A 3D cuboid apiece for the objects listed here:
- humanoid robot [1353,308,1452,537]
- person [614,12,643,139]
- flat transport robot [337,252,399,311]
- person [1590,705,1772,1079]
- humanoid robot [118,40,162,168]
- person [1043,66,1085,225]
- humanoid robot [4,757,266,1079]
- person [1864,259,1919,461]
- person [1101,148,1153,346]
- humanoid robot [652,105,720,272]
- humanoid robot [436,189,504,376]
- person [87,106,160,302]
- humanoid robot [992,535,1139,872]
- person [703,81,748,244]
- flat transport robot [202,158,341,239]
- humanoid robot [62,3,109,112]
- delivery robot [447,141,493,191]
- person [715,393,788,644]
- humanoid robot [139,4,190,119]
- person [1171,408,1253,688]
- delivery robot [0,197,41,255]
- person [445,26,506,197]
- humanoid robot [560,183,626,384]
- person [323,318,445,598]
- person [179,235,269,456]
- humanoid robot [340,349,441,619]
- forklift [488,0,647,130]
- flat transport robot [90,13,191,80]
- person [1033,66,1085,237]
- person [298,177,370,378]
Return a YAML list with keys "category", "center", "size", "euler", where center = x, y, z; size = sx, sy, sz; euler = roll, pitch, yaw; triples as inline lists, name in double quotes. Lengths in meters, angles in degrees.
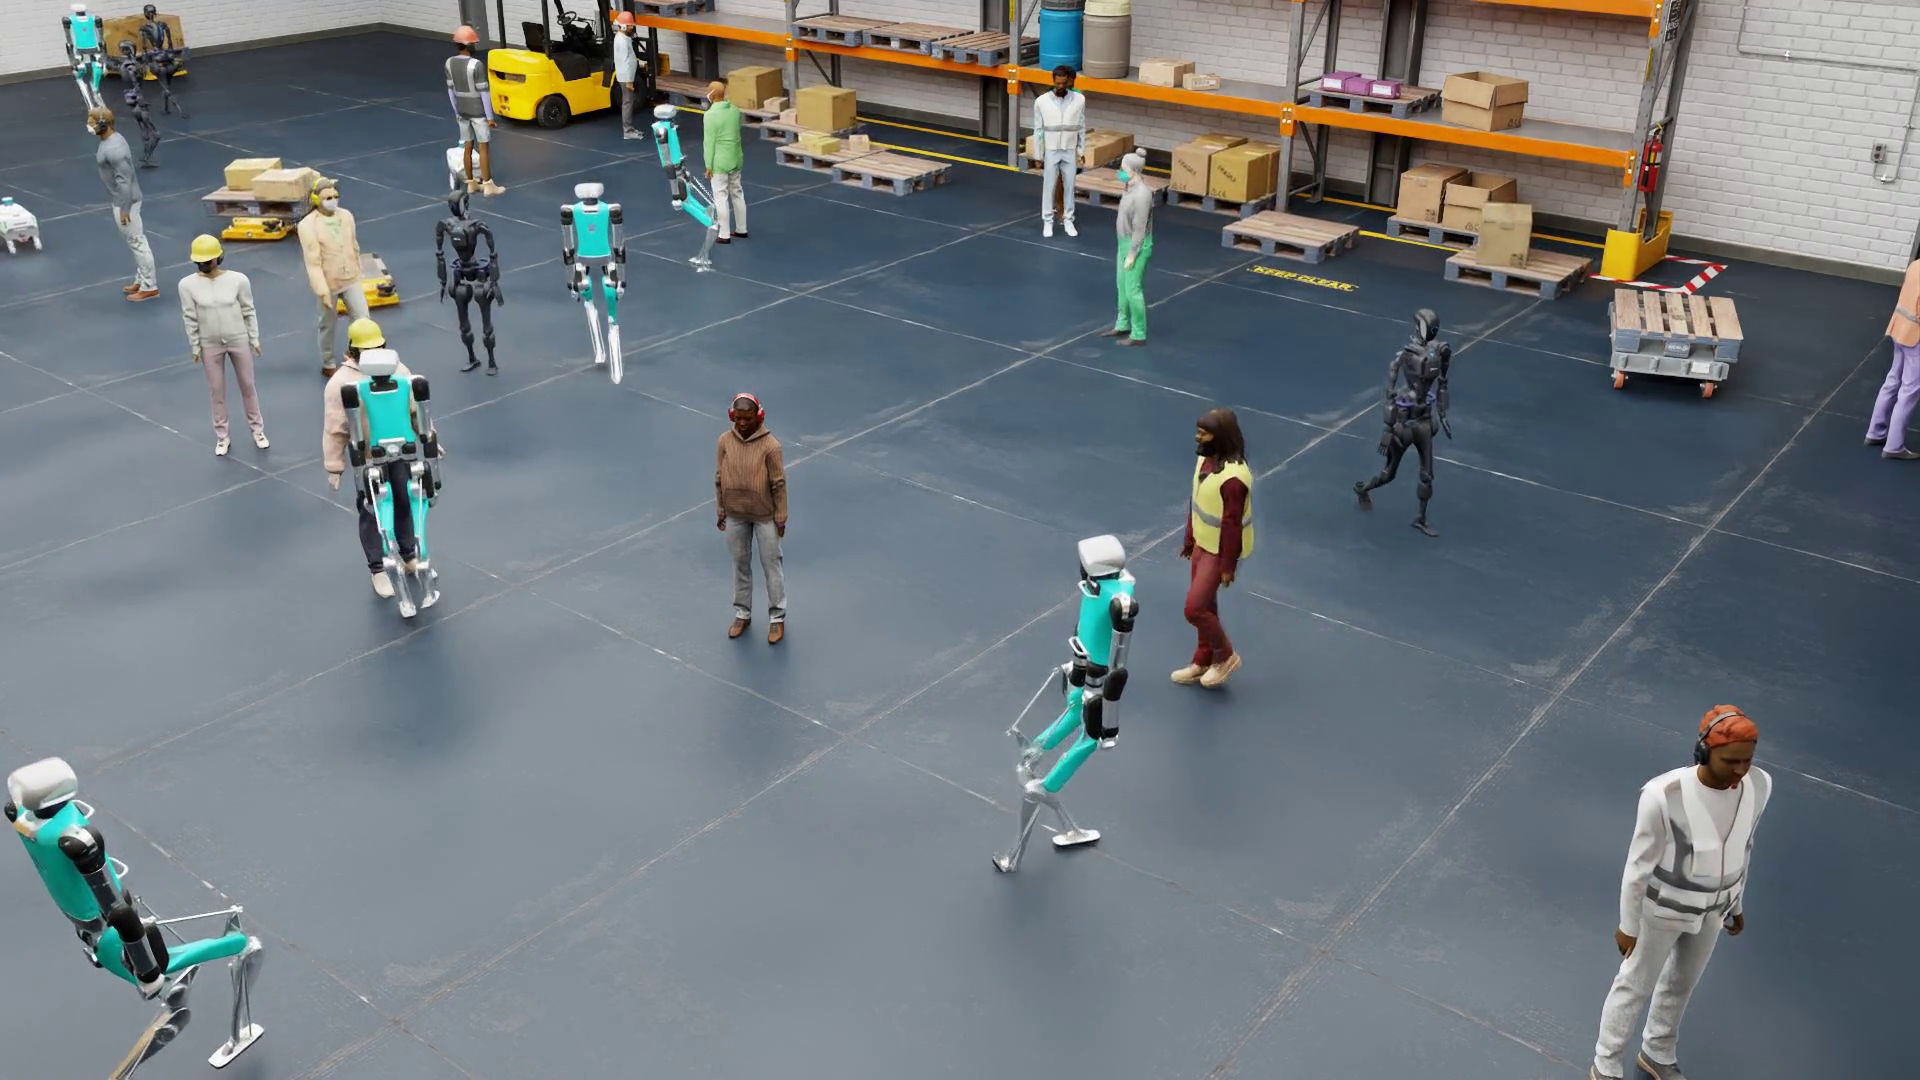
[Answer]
- category: "humanoid robot"
  center: [3.190, -0.875, 11.807]
  size: [0.612, 1.639, 0.734]
  euler: [-13, 29, -25]
- category: "person"
  center: [-4.669, -6.542, 23.426]
  size: [0.349, 1.739, 0.573]
  euler: [-6, 26, -11]
- category: "flat transport robot"
  center: [-6.227, -2.667, 17.093]
  size: [0.659, 0.231, 1.431]
  euler: [-12, 28, -23]
- category: "person"
  center: [2.888, 1.479, 6.650]
  size: [0.583, 1.882, 0.337]
  euler: [-7, 27, -15]
- category: "humanoid robot"
  center: [-10.719, -5.696, 21.749]
  size: [0.342, 1.652, 0.607]
  euler: [-13, 29, -25]
- category: "person"
  center: [1.204, -4.609, 19.363]
  size: [0.516, 1.826, 0.833]
  euler: [-16, 30, -29]
- category: "humanoid robot"
  center: [-3.251, 1.545, 6.701]
  size: [0.543, 1.722, 1.045]
  euler: [17, 31, 32]
- category: "person"
  center: [7.419, -1.523, 12.923]
  size: [0.380, 1.837, 0.562]
  euler: [0, 26, 0]
- category: "person"
  center: [1.571, -2.713, 15.386]
  size: [0.381, 1.839, 0.526]
  euler: [-5, 26, -10]
- category: "humanoid robot"
  center: [-2.795, -3.691, 17.521]
  size: [0.783, 1.758, 0.552]
  euler: [-1, 26, -2]
- category: "humanoid robot"
  center: [-4.320, -2.270, 14.654]
  size: [0.603, 1.655, 0.348]
  euler: [3, 26, 6]
- category: "person"
  center: [-8.344, -3.349, 16.588]
  size: [0.378, 1.940, 0.628]
  euler: [-12, 28, -24]
- category: "humanoid robot"
  center: [0.423, 0.877, 8.158]
  size: [0.821, 1.866, 0.545]
  euler: [-7, 27, -14]
- category: "person"
  center: [-2.632, -4.207, 18.556]
  size: [0.388, 1.776, 0.539]
  euler: [16, 30, 30]
- category: "flat transport robot"
  center: [-7.984, -3.787, 19.414]
  size: [0.659, 0.231, 1.431]
  euler: [2, 26, 4]
- category: "humanoid robot"
  center: [-12.755, -6.982, 24.334]
  size: [0.559, 1.723, 1.010]
  euler: [-17, 30, -31]
- category: "delivery robot"
  center: [-6.247, -4.742, 21.051]
  size: [0.499, 0.585, 0.777]
  euler: [-12, 28, -24]
- category: "person"
  center: [-1.277, -0.149, 10.296]
  size: [0.463, 1.648, 0.327]
  euler: [6, 27, 13]
- category: "humanoid robot"
  center: [-11.875, -7.113, 24.757]
  size: [0.774, 1.649, 0.587]
  euler: [11, 28, 21]
- category: "person"
  center: [1.468, 0.063, 9.721]
  size: [0.440, 1.762, 0.500]
  euler: [-6, 26, -12]
- category: "delivery robot"
  center: [-10.533, -3.514, 18.502]
  size: [0.499, 0.579, 0.774]
  euler: [-21, 33, -36]
- category: "person"
  center: [-5.962, -5.251, 20.409]
  size: [0.606, 2.043, 0.375]
  euler: [12, 28, 24]
- category: "humanoid robot"
  center: [-3.196, -2.306, 14.681]
  size: [0.542, 1.798, 0.828]
  euler: [-4, 26, -9]
- category: "person"
  center: [-3.794, -0.565, 10.903]
  size: [0.409, 1.868, 0.807]
  euler: [21, 33, 36]
- category: "person"
  center: [-5.752, -1.534, 13.028]
  size: [0.525, 1.765, 0.326]
  euler: [-10, 28, -21]
- category: "humanoid robot"
  center: [-3.506, -0.260, 10.419]
  size: [0.537, 1.790, 0.756]
  euler: [-8, 27, -16]
- category: "forklift"
  center: [-5.874, -7.334, 24.552]
  size: [1.214, 2.155, 2.313]
  euler: [19, 32, 34]
- category: "flat transport robot"
  center: [-13.783, -7.949, 28.033]
  size: [1.431, 0.231, 0.659]
  euler: [14, 29, 27]
- category: "person"
  center: [1.119, -4.387, 18.777]
  size: [0.595, 1.908, 0.408]
  euler: [-5, 26, -10]
- category: "person"
  center: [-5.333, -2.202, 14.339]
  size: [0.970, 1.823, 0.562]
  euler: [22, 33, 38]
